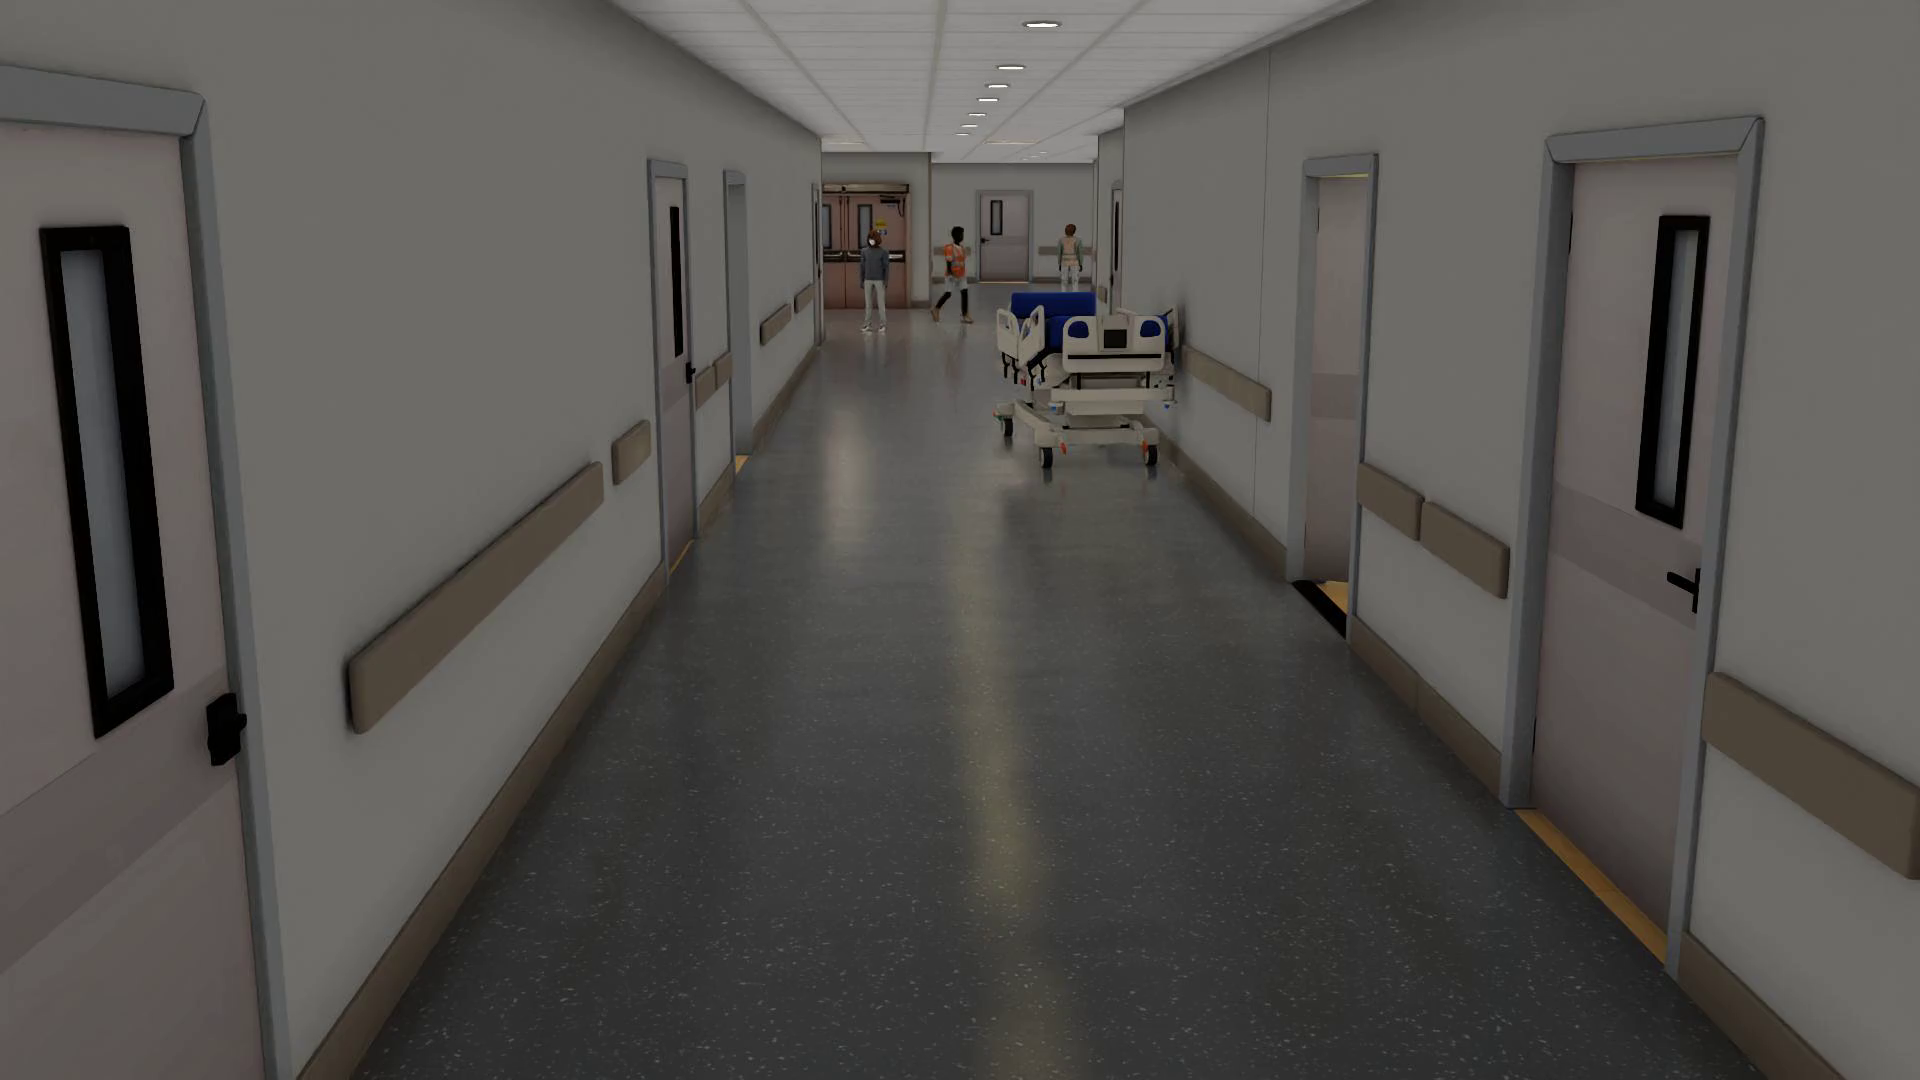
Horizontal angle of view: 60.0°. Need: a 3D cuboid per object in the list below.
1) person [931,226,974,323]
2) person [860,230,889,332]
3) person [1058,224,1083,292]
[{"bbox_3d":[-0.132,-4.586,28.744,0.780,1.670,0.535,11,16,42],"label":"person"},{"bbox_3d":[-1.380,-4.165,26.790,0.500,1.633,0.280,3,12,17],"label":"person"},{"bbox_3d":[2.181,-5.418,32.875,0.514,1.641,0.307,4,12,18],"label":"person"}]
